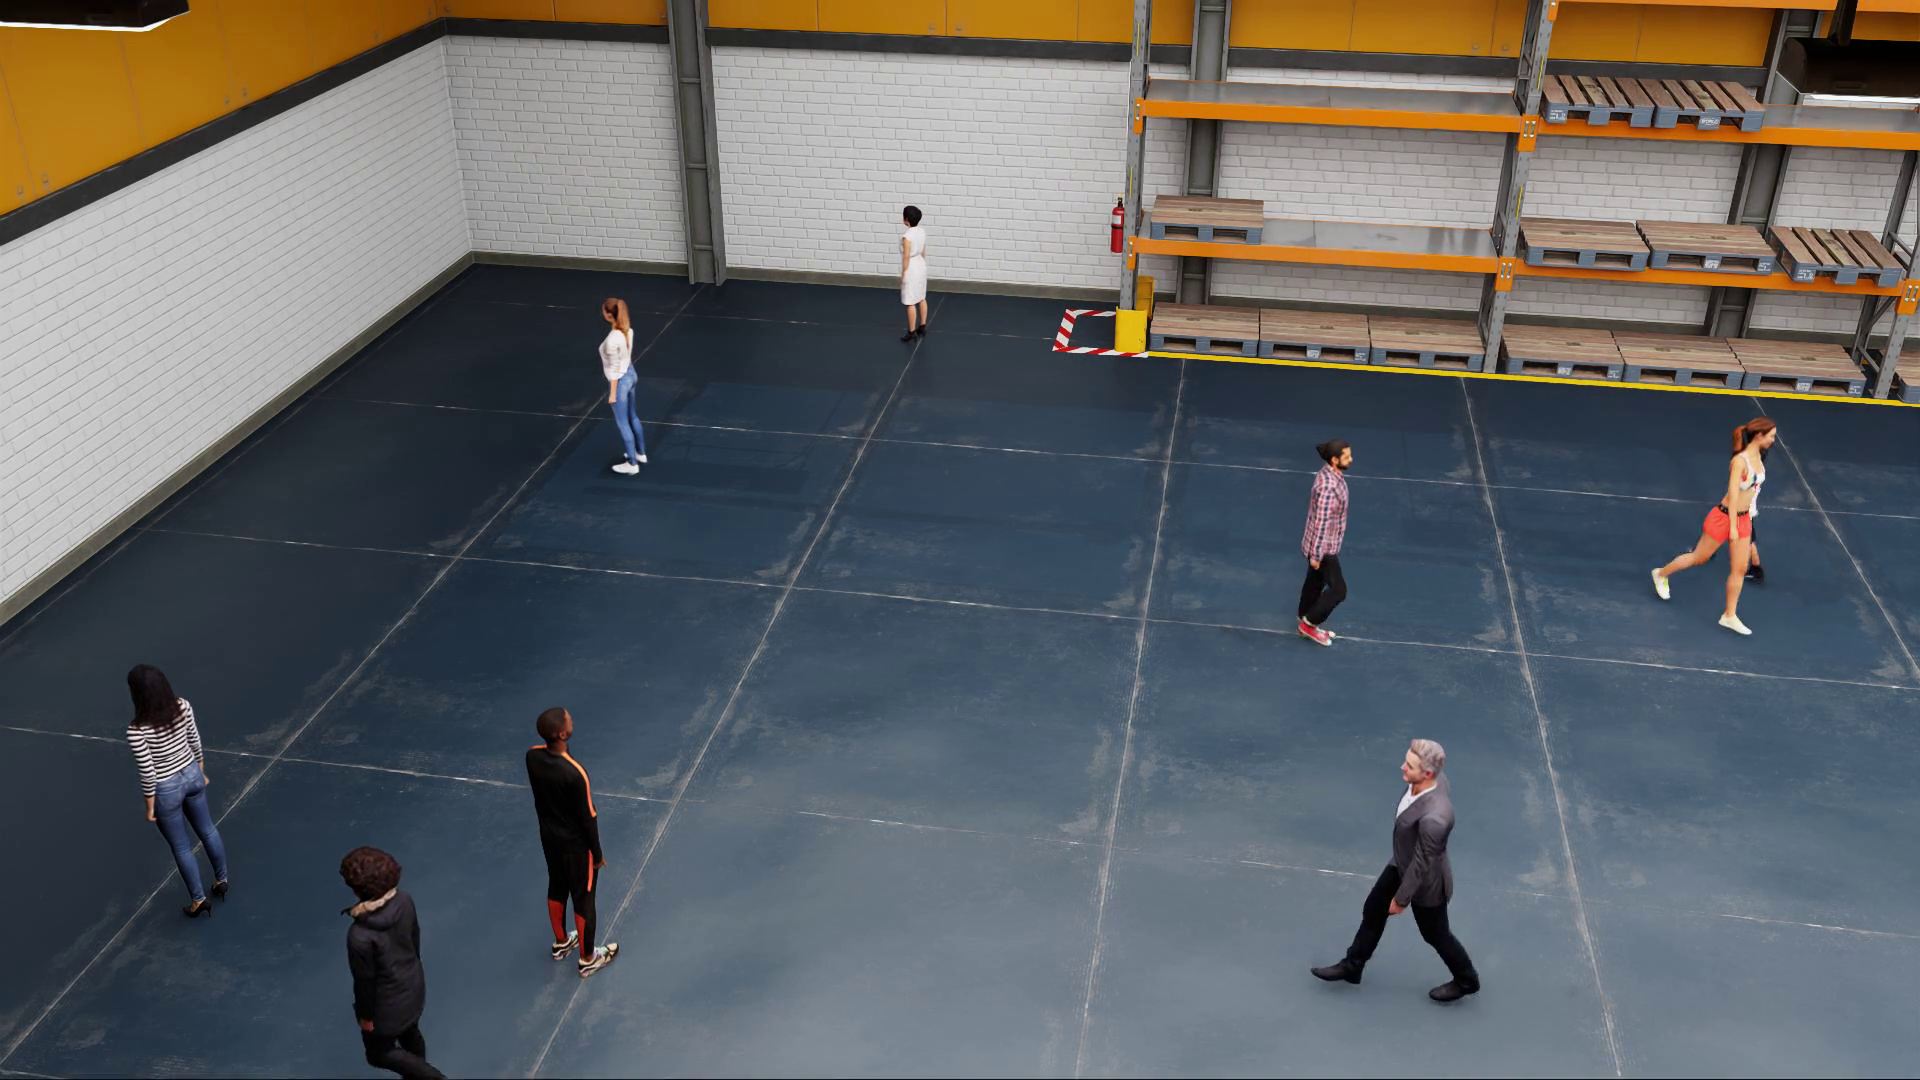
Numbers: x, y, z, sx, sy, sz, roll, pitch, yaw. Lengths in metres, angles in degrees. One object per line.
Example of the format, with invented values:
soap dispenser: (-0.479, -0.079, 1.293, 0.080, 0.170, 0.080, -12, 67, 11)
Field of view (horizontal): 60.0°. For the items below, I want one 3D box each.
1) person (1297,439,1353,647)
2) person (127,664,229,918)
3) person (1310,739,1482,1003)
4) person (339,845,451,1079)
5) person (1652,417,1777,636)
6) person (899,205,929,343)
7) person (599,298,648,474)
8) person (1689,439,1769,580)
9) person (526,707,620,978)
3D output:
person: (2.769, 0.014, 12.960, 0.600, 1.752, 0.710, 6, 29, 10)
person: (-4.771, 1.530, 10.135, 0.580, 1.796, 0.643, 14, 31, 23)
person: (2.687, 1.919, 9.435, 1.243, 1.784, 0.828, 2, 29, 3)
person: (-2.893, 2.359, 8.648, 0.906, 1.766, 0.673, 8, 30, 15)
person: (6.051, -0.164, 13.295, 1.122, 1.745, 1.166, -16, 32, -26)
person: (-0.519, -3.002, 18.698, 0.629, 1.553, 0.633, 16, 33, 27)
person: (-3.186, -1.466, 15.708, 0.516, 1.719, 0.616, 6, 29, 11)
person: (6.636, -0.238, 13.969, 0.829, 1.230, 0.955, -22, 36, -35)
person: (-2.307, 1.747, 9.728, 0.608, 1.806, 0.743, 16, 32, 27)
